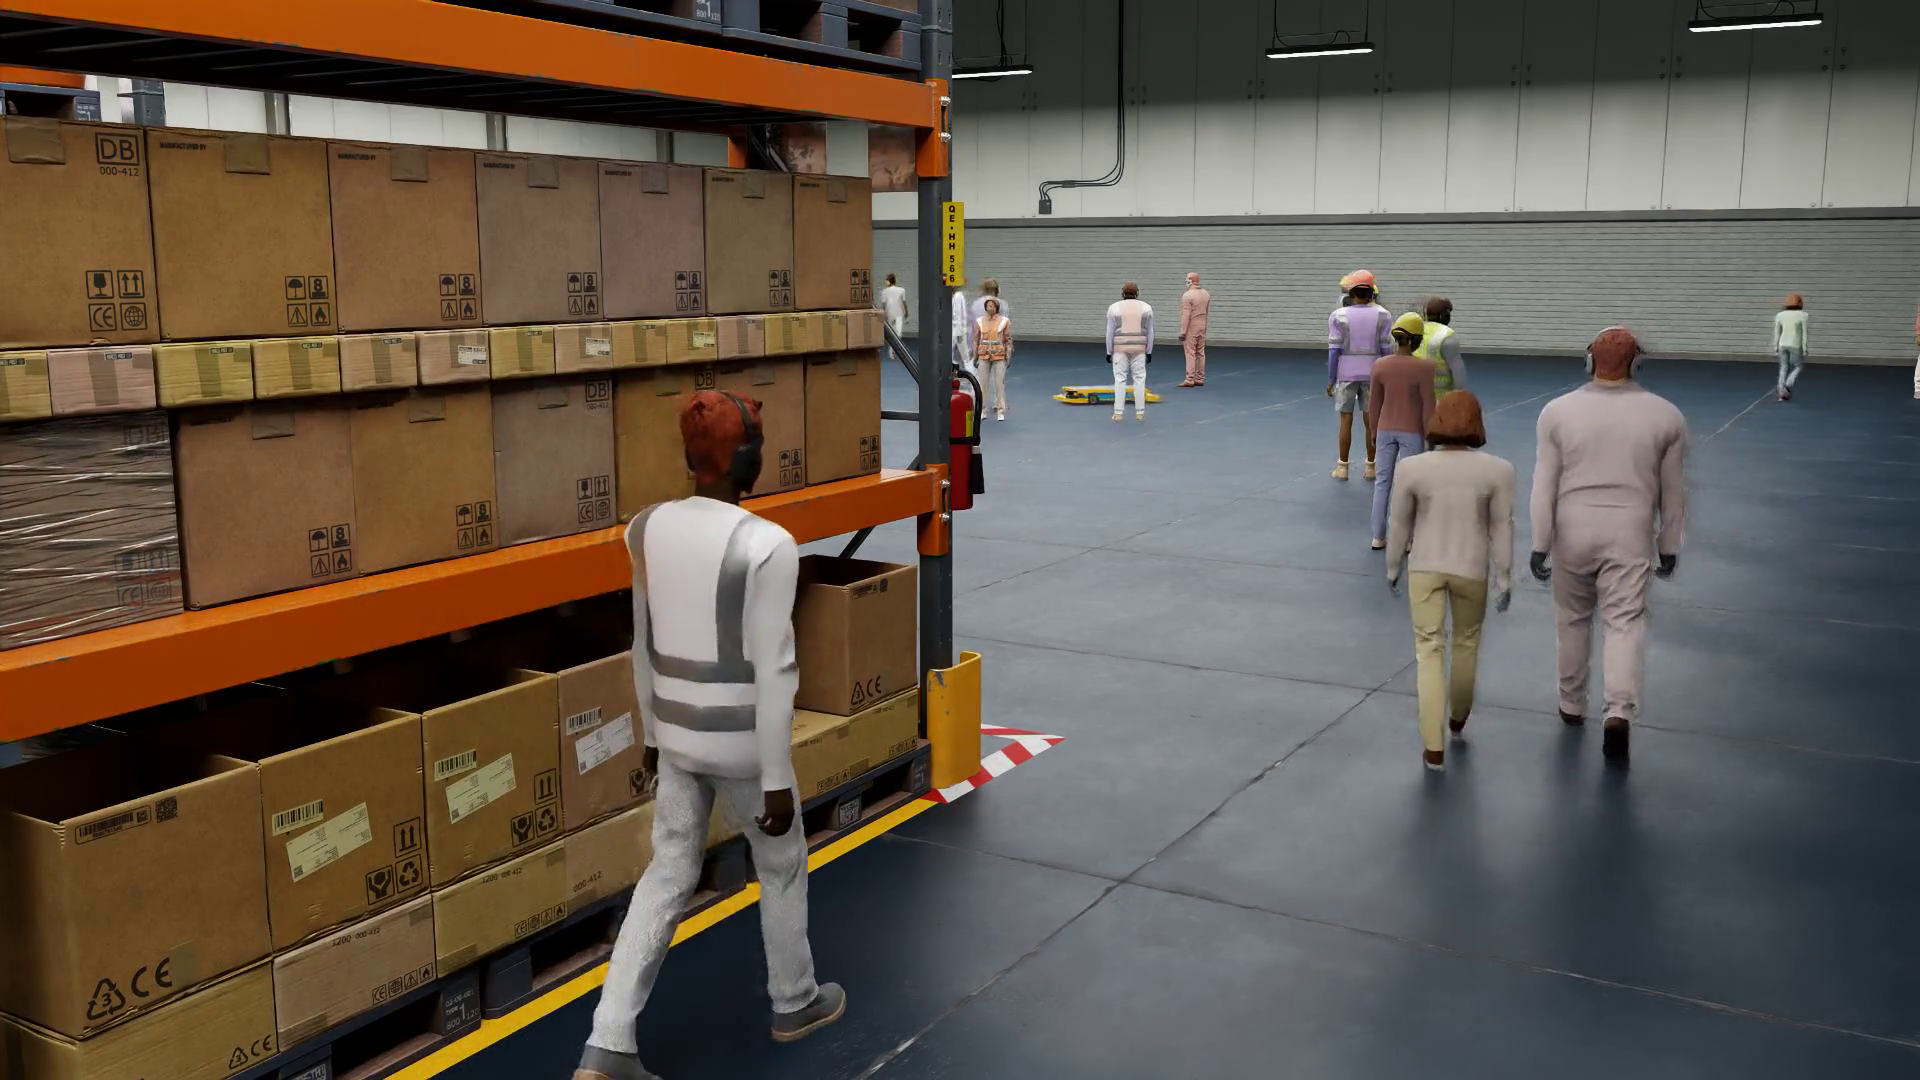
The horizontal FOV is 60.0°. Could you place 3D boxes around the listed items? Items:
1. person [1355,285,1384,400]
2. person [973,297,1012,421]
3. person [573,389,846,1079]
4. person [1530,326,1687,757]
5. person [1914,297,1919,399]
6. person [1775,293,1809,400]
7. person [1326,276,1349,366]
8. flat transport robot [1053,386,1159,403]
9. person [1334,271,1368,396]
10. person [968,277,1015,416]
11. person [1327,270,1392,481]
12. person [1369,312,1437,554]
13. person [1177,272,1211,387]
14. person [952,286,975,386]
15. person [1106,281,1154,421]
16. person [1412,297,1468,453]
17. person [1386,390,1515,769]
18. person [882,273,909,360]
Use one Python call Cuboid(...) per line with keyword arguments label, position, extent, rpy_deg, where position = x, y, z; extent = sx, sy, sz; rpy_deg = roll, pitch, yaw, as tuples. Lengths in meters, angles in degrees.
Cuboid(label="person", position=(6.160, -2.975, 25.059), extent=(0.317, 1.769, 0.523), rpy_deg=(-6, 11, -32))
Cuboid(label="person", position=(0.425, -2.391, 22.020), extent=(0.525, 1.636, 0.307), rpy_deg=(2, 10, 14))
Cuboid(label="person", position=(-0.661, 0.528, 4.330), extent=(0.584, 1.849, 0.935), rpy_deg=(6, 12, 33))
Cuboid(label="person", position=(2.875, -0.011, 7.403), extent=(0.648, 1.878, 0.936), rpy_deg=(3, 10, 17))
Cuboid(label="person", position=(14.906, -3.138, 25.377), extent=(0.611, 1.985, 0.393), rpy_deg=(0, 10, -1))
Cuboid(label="person", position=(12.528, -2.903, 25.057), extent=(0.347, 1.616, 0.522), rpy_deg=(-7, 12, -36))
Cuboid(label="person", position=(7.711, -4.347, 33.016), extent=(0.893, 1.800, 0.601), rpy_deg=(-3, 10, -15))
Cuboid(label="flat transport robot", position=(2.173, -2.175, 24.747), extent=(1.431, 0.197, 0.652), rpy_deg=(-3, 10, -17))
Cuboid(label="person", position=(6.253, -3.232, 26.035), extent=(0.969, 1.960, 0.621), rpy_deg=(-7, 12, -35))
Cuboid(label="person", position=(0.350, -2.647, 22.785), extent=(0.988, 1.902, 0.622), rpy_deg=(-9, 13, -42))
Cuboid(label="person", position=(3.857, -1.589, 16.135), extent=(0.607, 2.044, 0.378), rpy_deg=(0, 10, 1))
Cuboid(label="person", position=(3.264, -0.786, 12.245), extent=(0.321, 1.767, 0.533), rpy_deg=(-9, 13, -44))
Cuboid(label="person", position=(3.874, -3.497, 27.722), extent=(0.639, 1.903, 0.409), rpy_deg=(-9, 14, -44))
Cuboid(label="person", position=(-0.160, -3.501, 27.935), extent=(0.979, 1.829, 0.596), rpy_deg=(1, 10, 9))
Cuboid(label="person", position=(2.237, -2.492, 22.010), extent=(0.637, 1.842, 0.429), rpy_deg=(-1, 10, -3))
Cuboid(label="person", position=(4.405, -1.318, 15.262), extent=(0.931, 1.795, 0.638), rpy_deg=(-4, 10, -20))
Cuboid(label="person", position=(2.130, 0.142, 7.274), extent=(0.523, 1.592, 0.801), rpy_deg=(2, 10, 14))
Cuboid(label="person", position=(-1.370, -4.653, 34.701), extent=(0.553, 1.830, 0.825), rpy_deg=(3, 10, 16))
